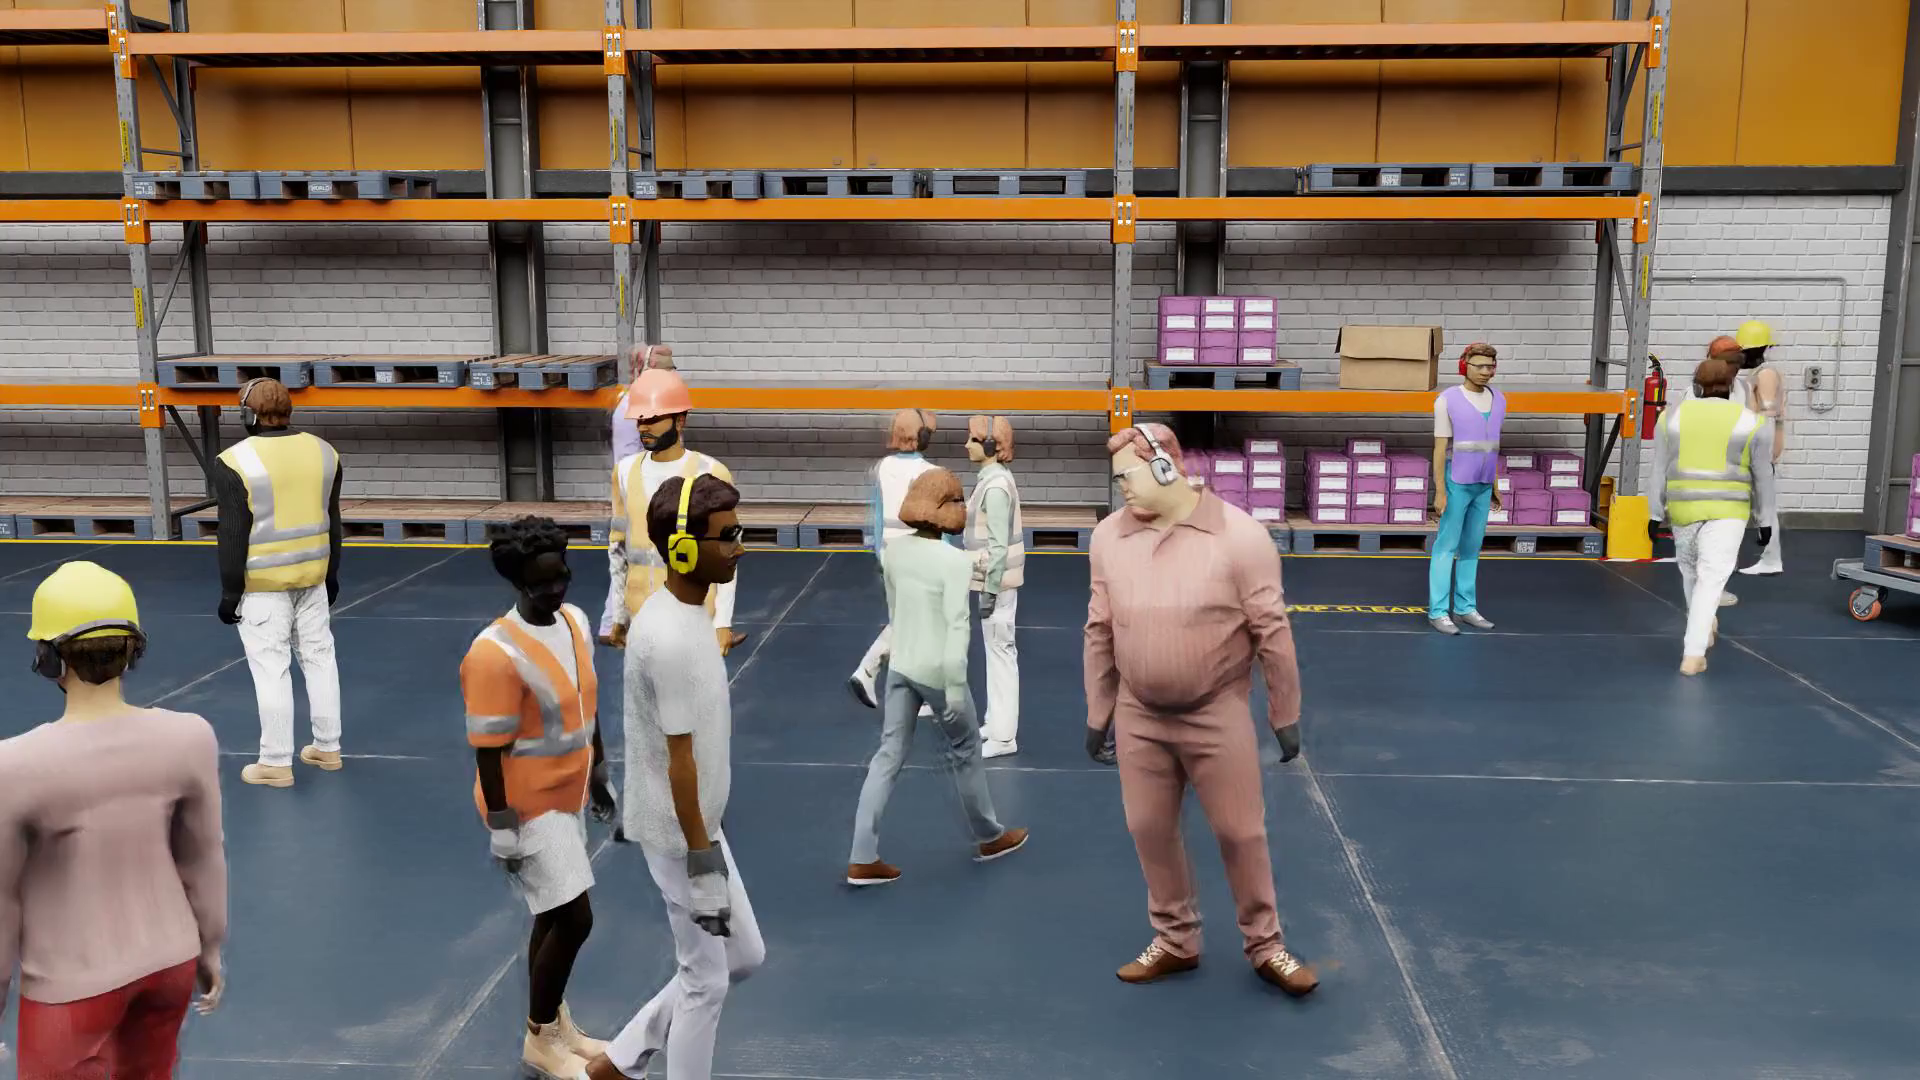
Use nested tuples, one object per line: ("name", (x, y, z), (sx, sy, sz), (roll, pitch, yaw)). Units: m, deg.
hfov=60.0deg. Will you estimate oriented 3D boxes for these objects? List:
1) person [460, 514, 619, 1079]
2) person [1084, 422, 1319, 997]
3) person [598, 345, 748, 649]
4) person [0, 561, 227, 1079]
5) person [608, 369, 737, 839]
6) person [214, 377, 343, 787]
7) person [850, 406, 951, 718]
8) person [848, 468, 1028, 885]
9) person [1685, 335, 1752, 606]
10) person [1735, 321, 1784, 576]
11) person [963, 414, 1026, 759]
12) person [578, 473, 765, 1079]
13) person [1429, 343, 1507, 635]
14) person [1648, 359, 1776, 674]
("person", (-1.144, 0.752, 4.733), (0.430, 1.679, 0.538), (2, 10, 9))
("person", (0.760, 0.555, 5.324), (0.777, 1.865, 0.473), (5, 11, 28))
("person", (-1.774, -0.235, 9.953), (0.983, 1.850, 0.671), (1, 10, 8))
("person", (-1.769, 0.916, 3.514), (0.692, 1.746, 0.527), (6, 12, 33))
("person", (-1.175, 0.281, 6.698), (0.552, 1.935, 0.366), (3, 10, 19))
("person", (-3.087, 0.186, 7.532), (0.429, 1.841, 0.634), (6, 11, 30))
("person", (-0.273, 0.132, 8.480), (0.466, 1.625, 0.518), (-8, 13, -39))
("person", (-0.112, 0.509, 6.371), (0.852, 1.583, 0.516), (-9, 13, -41))
("person", (5.142, -0.463, 11.300), (0.609, 1.862, 0.487), (-5, 11, -29))
("person", (5.798, -0.658, 12.278), (0.716, 1.898, 0.625), (5, 11, 25))
("person", (0.155, 0.218, 7.930), (0.312, 1.642, 0.512), (0, 10, 1))
("person", (-0.709, 0.749, 4.207), (0.446, 1.852, 0.515), (0, 10, 0))
("person", (3.210, -0.332, 10.564), (0.565, 1.841, 0.384), (-6, 11, -30))
("person", (4.402, -0.157, 9.707), (0.655, 1.778, 0.995), (7, 12, 37))
